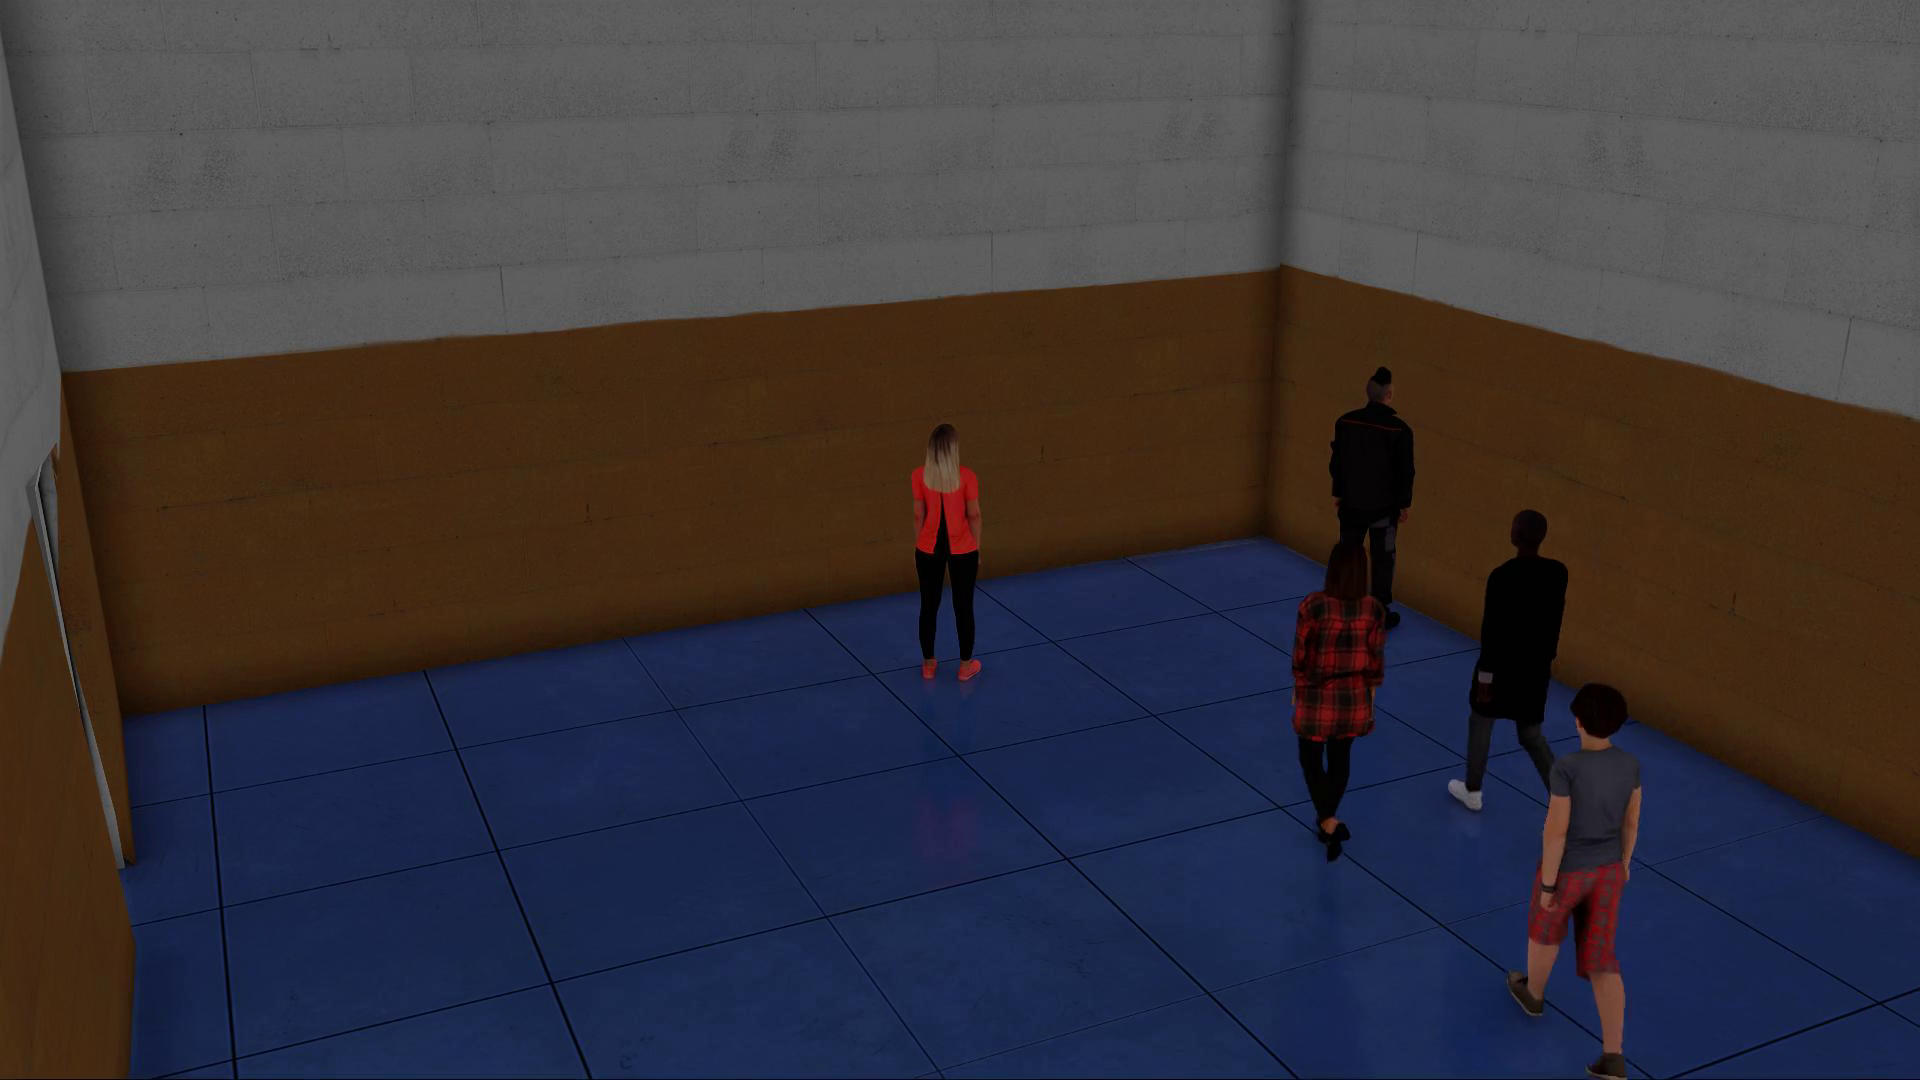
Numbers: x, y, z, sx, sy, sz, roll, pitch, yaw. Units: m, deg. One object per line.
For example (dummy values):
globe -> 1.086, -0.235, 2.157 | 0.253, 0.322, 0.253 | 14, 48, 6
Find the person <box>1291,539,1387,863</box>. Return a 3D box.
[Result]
person -> 1.900, 0.844, 8.381 | 0.987, 1.685, 0.911 | 0, 19, 0

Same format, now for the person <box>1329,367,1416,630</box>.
person -> 2.834, -0.303, 11.469 | 0.858, 1.862, 0.820 | 13, 23, 35

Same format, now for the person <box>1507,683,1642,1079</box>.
person -> 2.572, 1.419, 6.758 | 1.155, 1.619, 0.934 | -1, 19, -2

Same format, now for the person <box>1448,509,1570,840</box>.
person -> 2.951, 0.725, 8.661 | 1.081, 1.733, 0.808 | -6, 19, -16

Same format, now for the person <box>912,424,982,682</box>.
person -> -0.088, 0.079, 10.635 | 0.647, 1.694, 0.736 | 4, 19, 11
